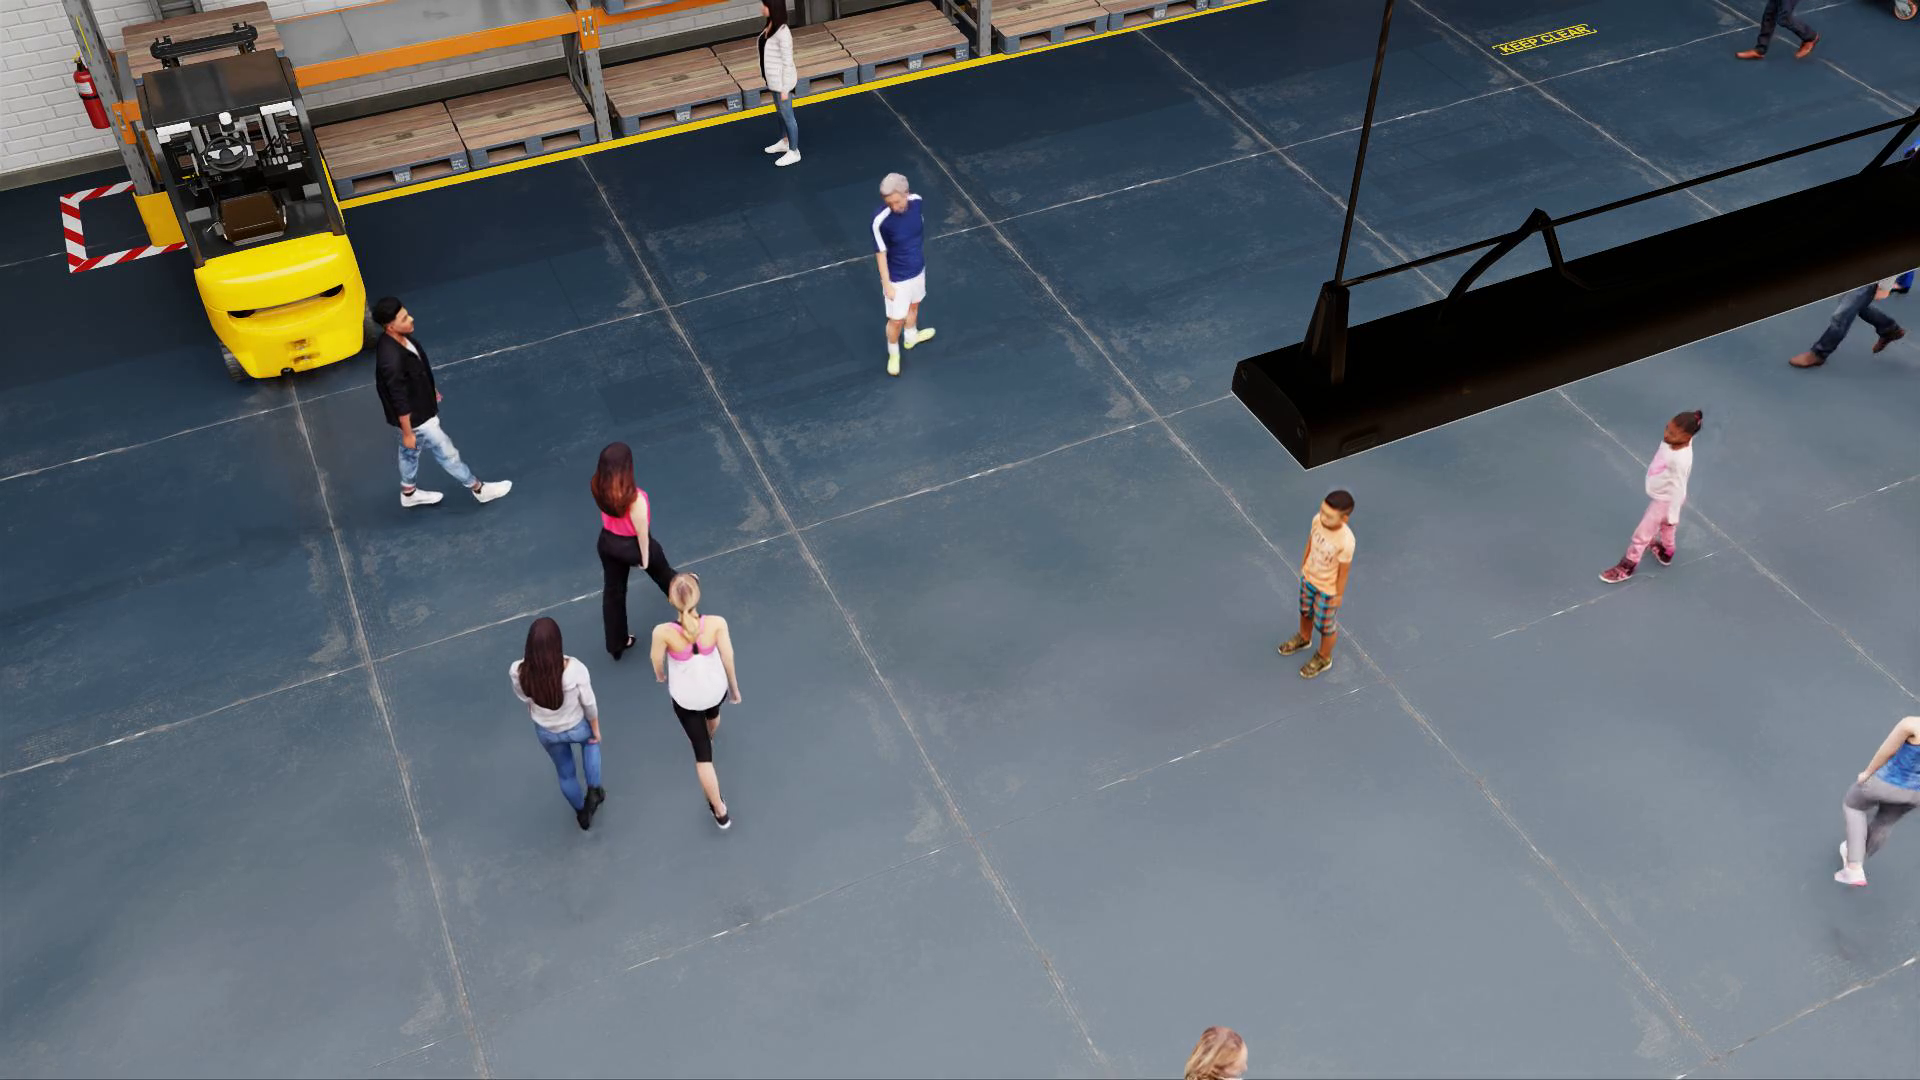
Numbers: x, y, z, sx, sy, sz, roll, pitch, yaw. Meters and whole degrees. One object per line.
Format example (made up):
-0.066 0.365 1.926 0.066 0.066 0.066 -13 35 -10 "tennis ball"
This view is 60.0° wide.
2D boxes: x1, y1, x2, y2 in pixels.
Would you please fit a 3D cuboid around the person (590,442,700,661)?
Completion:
-2.146 0.101 10.556 1.022 1.615 1.141 18 46 18 "person"

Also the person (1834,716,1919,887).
5.206 1.403 9.201 0.777 1.598 0.823 8 44 8 "person"

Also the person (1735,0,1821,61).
8.276 -5.521 16.334 1.056 1.785 0.894 -2 44 -2 "person"

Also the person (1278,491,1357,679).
2.306 0.254 10.508 0.529 1.459 0.544 -25 49 -24 "person"

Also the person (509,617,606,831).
-2.268 1.117 9.484 0.629 1.622 0.743 -4 44 -4 "person"

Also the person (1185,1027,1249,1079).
1.086 2.750 7.620 0.673 1.829 0.654 5 44 5 "person"

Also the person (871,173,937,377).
-0.429 -2.100 12.736 0.976 1.795 0.728 23 48 22 "person"

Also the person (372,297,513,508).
-3.868 -0.897 11.480 1.109 1.785 0.850 -9 44 -10 "person"

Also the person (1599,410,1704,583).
4.768 -0.329 11.146 0.914 1.424 0.850 10 44 10 "person"

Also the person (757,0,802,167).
-1.625 -4.197 15.050 0.531 1.638 0.606 -19 47 -18 "person"

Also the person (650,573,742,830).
-1.494 0.958 9.568 1.093 1.736 0.736 -13 45 -13 "person"

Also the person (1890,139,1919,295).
7.782 -2.686 13.448 1.135 1.661 1.037 12 45 12 "person"
